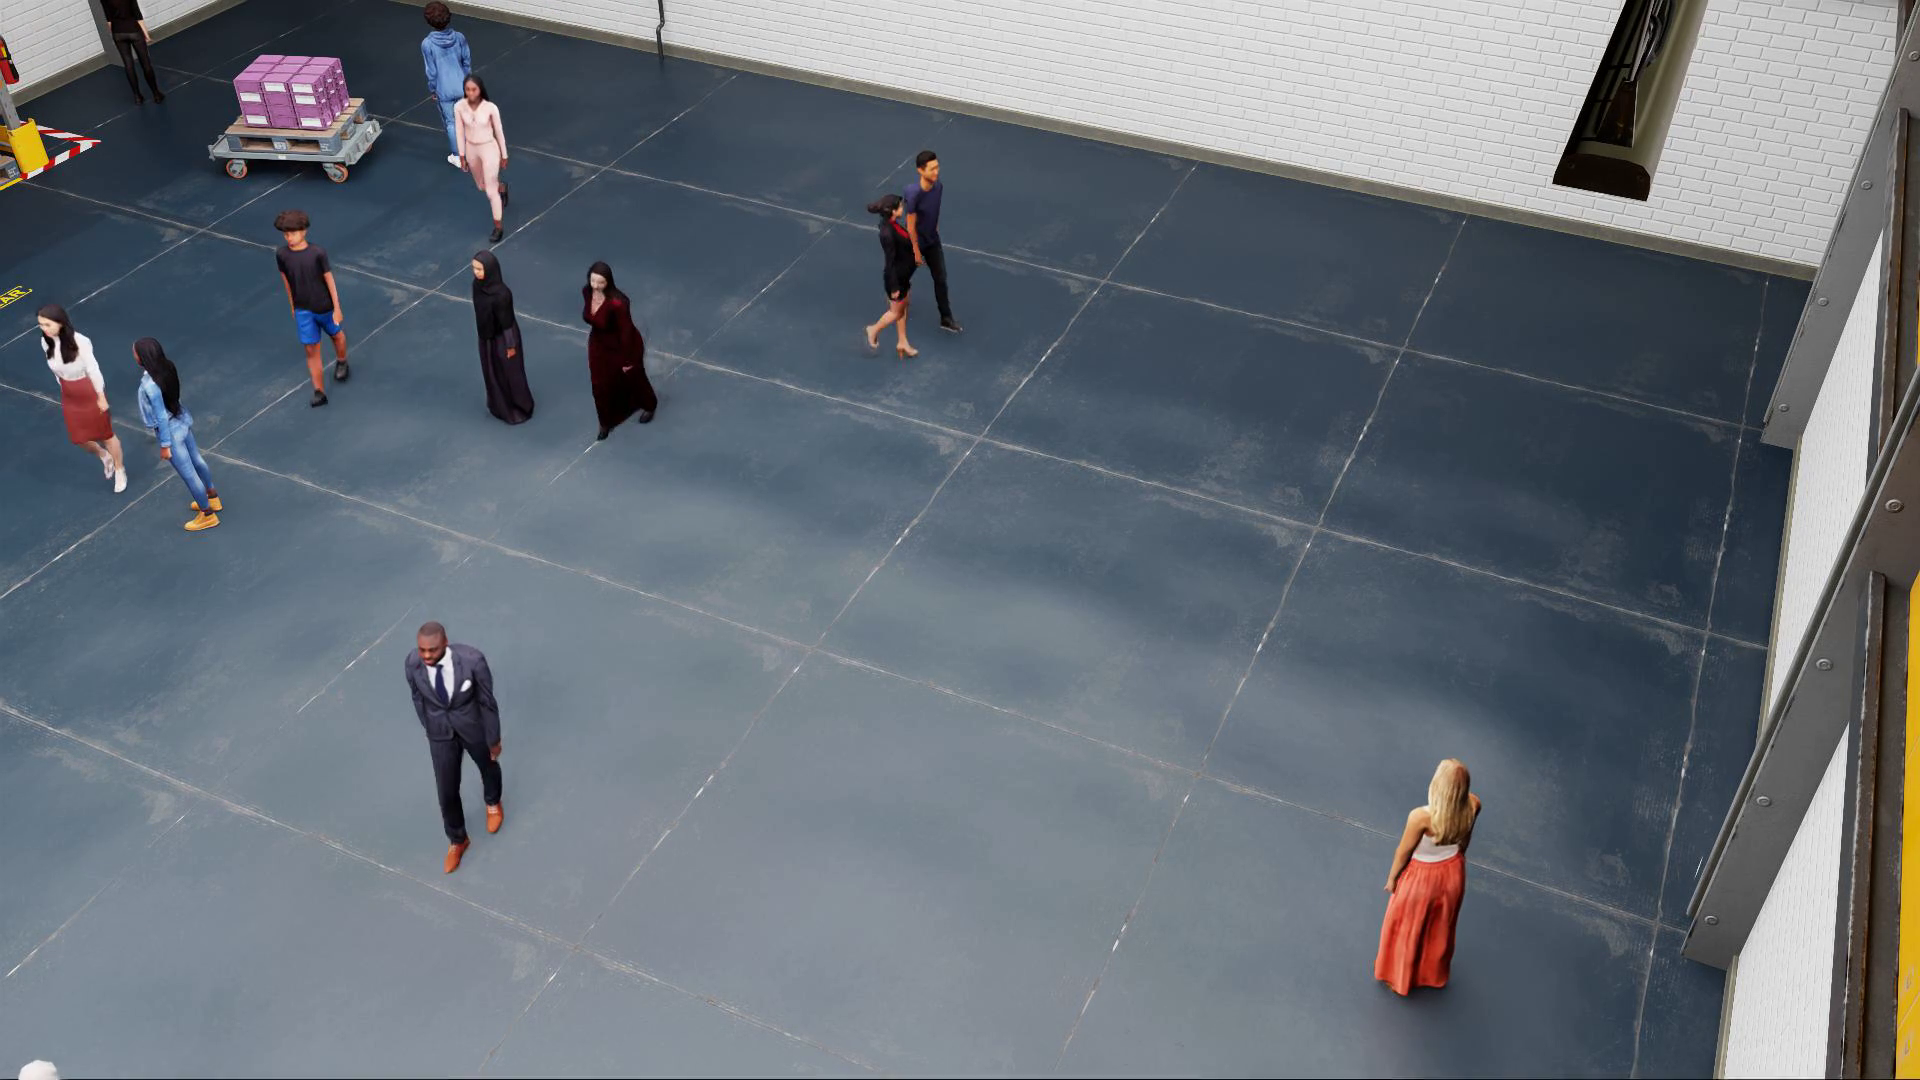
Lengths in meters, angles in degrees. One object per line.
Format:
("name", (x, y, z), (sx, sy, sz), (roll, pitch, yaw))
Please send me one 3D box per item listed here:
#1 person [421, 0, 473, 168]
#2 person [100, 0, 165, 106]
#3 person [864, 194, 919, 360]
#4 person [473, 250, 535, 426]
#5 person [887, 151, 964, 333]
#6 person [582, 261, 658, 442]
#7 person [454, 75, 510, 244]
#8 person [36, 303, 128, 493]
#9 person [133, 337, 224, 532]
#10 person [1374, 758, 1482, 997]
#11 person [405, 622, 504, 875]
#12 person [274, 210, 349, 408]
("person", (-5.546, -4.967, 18.129), (0.711, 1.810, 0.823), (-21, 43, -24))
("person", (-9.733, -5.912, 19.449), (0.632, 1.639, 0.685), (-11, 40, -14))
("person", (-0.644, -2.333, 14.987), (0.822, 1.614, 0.784), (3, 39, 4))
("person", (-3.950, -1.767, 14.278), (0.702, 1.614, 0.711), (32, 48, 33))
("person", (-0.423, -2.798, 15.463), (1.190, 1.747, 0.985), (-31, 48, -33))
("person", (-2.861, -1.667, 14.076), (0.707, 1.710, 0.886), (25, 45, 28))
("person", (-4.825, -3.933, 16.924), (0.836, 1.696, 1.123), (3, 39, 4))
("person", (-7.017, -1.174, 13.434), (0.684, 1.742, 0.697), (4, 39, 5))
("person", (-6.148, -0.848, 13.049), (0.737, 1.712, 0.628), (-4, 39, -5))
("person", (2.692, 1.934, 9.496), (0.730, 1.799, 0.775), (-9, 40, -11))
("person", (-3.122, 1.144, 10.482), (0.932, 1.803, 1.036), (-4, 39, -5))
("person", (-5.631, -2.106, 14.594), (1.005, 1.749, 1.208), (-3, 39, -4))
